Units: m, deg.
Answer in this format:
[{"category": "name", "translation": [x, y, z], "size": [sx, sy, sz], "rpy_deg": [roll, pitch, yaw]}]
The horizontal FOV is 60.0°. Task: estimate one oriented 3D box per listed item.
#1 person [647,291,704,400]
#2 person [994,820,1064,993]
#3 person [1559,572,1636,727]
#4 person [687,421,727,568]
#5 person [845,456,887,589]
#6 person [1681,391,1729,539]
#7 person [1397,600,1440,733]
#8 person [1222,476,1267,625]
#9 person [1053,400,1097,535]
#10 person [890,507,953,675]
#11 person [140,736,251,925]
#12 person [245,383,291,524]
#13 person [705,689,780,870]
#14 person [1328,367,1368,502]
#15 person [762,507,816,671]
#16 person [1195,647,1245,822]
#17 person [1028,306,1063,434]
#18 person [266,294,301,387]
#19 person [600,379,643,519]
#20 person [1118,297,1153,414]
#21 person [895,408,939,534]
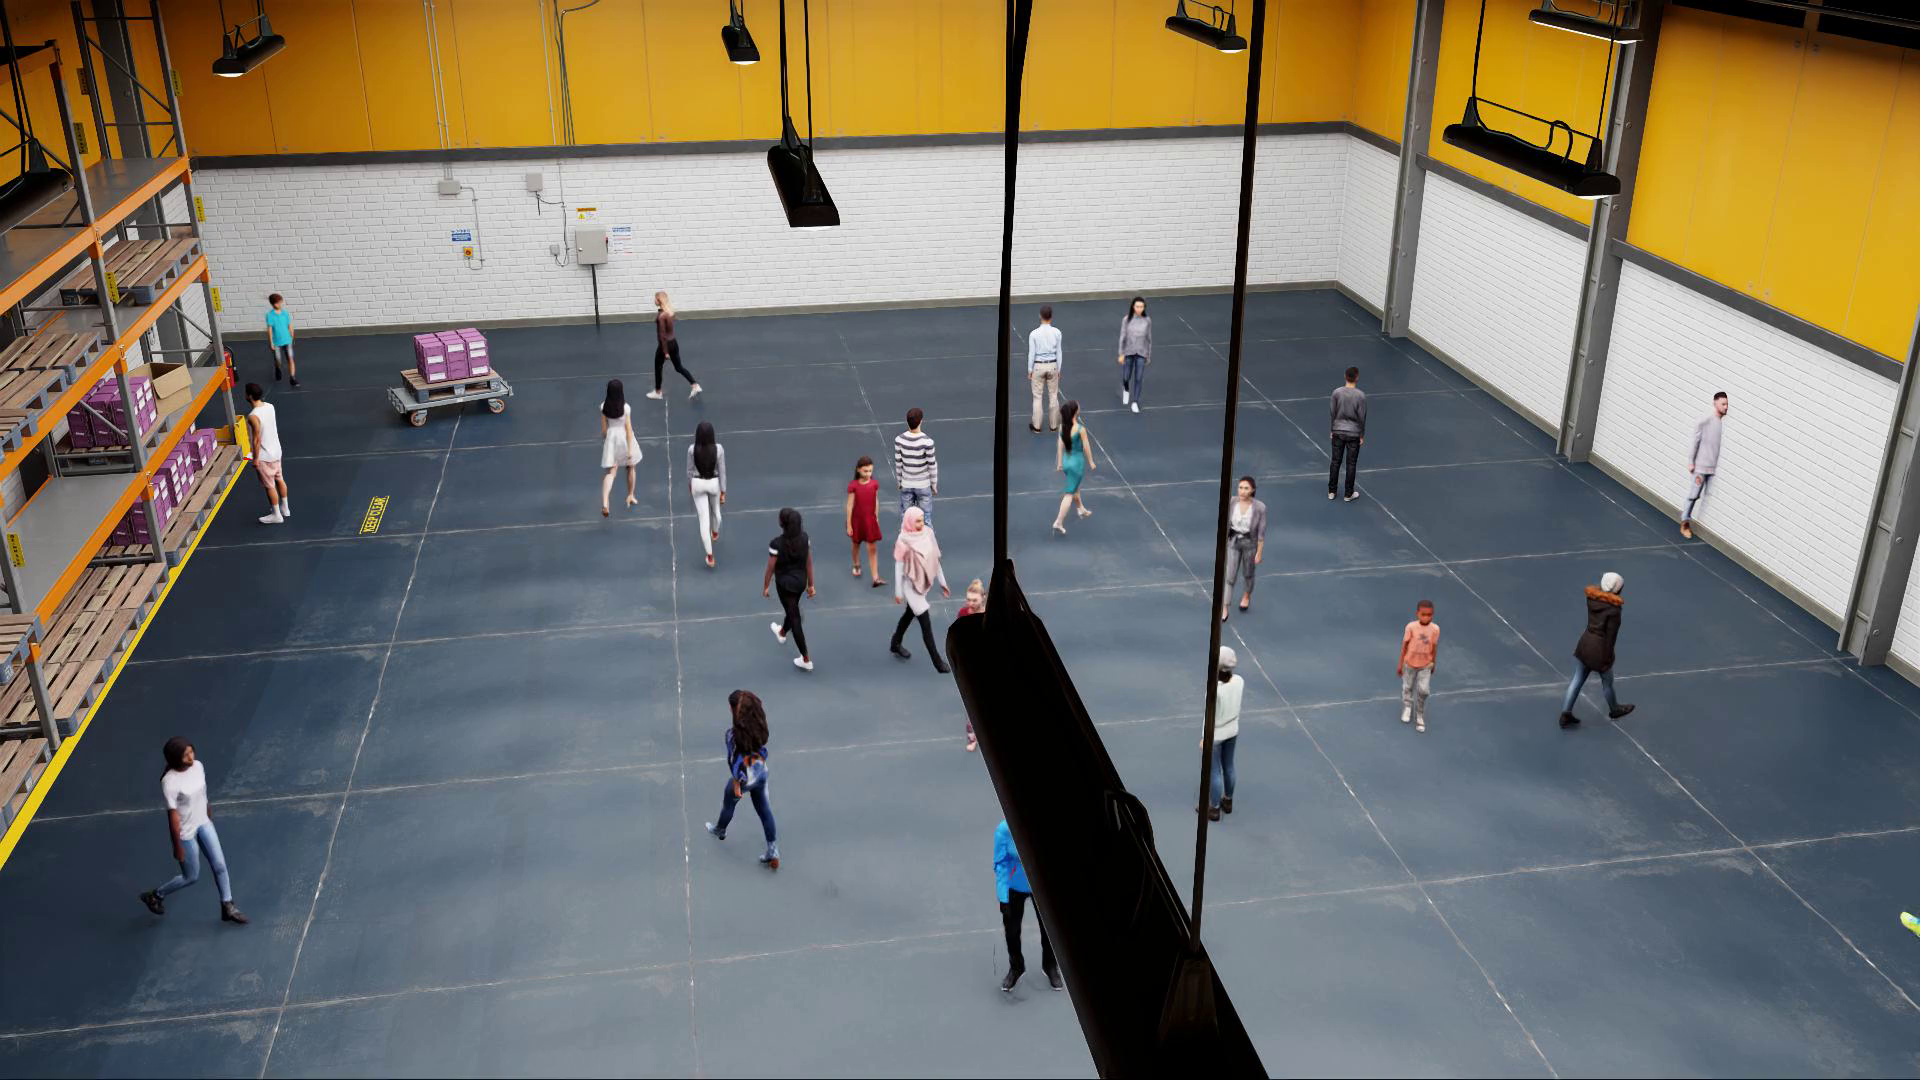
[{"category": "person", "translation": [-4.257, -2.858, 24.725], "size": [1.020, 1.669, 1.130], "rpy_deg": [8, 25, 18]}, {"category": "person", "translation": [0.479, 2.545, 12.225], "size": [0.703, 1.782, 0.620], "rpy_deg": [-8, 25, -17]}, {"category": "person", "translation": [5.996, 1.068, 15.830], "size": [0.782, 1.600, 0.978], "rpy_deg": [-8, 25, -18]}, {"category": "person", "translation": [-2.946, -0.506, 19.359], "size": [0.621, 1.659, 1.197], "rpy_deg": [-5, 24, -12]}, {"category": "person", "translation": [-1.130, -0.242, 18.953], "size": [0.684, 1.501, 1.105], "rpy_deg": [-7, 25, -16]}, {"category": "person", "translation": [9.050, -0.932, 20.110], "size": [0.704, 1.837, 0.609], "rpy_deg": [-1, 24, -2]}, {"category": "person", "translation": [4.405, 1.144, 16.038], "size": [0.639, 1.295, 0.739], "rpy_deg": [7, 25, 16]}, {"category": "person", "translation": [3.108, 0.076, 18.061], "size": [1.022, 1.631, 1.170], "rpy_deg": [11, 26, 23]}, {"category": "person", "translation": [1.333, -0.848, 20.159], "size": [1.011, 1.643, 0.967], "rpy_deg": [22, 32, 40]}, {"category": "person", "translation": [-0.512, 0.489, 16.968], "size": [1.256, 1.750, 1.134], "rpy_deg": [18, 30, 36]}, {"category": "person", "translation": [-6.064, 2.282, 12.941], "size": [0.931, 1.691, 1.058], "rpy_deg": [3, 24, 8]}, {"category": "person", "translation": [-8.548, -1.082, 20.513], "size": [0.768, 1.789, 0.622], "rpy_deg": [4, 24, 8]}, {"category": "person", "translation": [-1.684, 1.994, 13.731], "size": [1.120, 1.585, 1.024], "rpy_deg": [18, 29, 35]}, {"category": "person", "translation": [4.926, -1.357, 21.178], "size": [0.702, 1.761, 0.733], "rpy_deg": [12, 26, 25]}, {"category": "person", "translation": [-1.670, 0.521, 16.967], "size": [0.980, 1.693, 1.224], "rpy_deg": [-17, 29, -34]}, {"category": "person", "translation": [2.266, 1.658, 14.415], "size": [0.641, 1.653, 0.641], "rpy_deg": [-17, 29, -34]}, {"category": "person", "translation": [1.196, -2.406, 23.473], "size": [0.625, 1.844, 0.581], "rpy_deg": [-4, 24, -9]}, {"category": "person", "translation": [-10.435, -3.076, 25.511], "size": [0.731, 1.440, 0.836], "rpy_deg": [-19, 30, -37]}, {"category": "person", "translation": [-4.255, -1.084, 20.583], "size": [0.883, 1.738, 1.225], "rpy_deg": [4, 24, 9]}, {"category": "person", "translation": [2.562, -2.752, 24.413], "size": [0.674, 1.725, 0.704], "rpy_deg": [-1, 24, -2]}, {"category": "person", "translation": [-0.515, -0.657, 19.460], "size": [0.723, 1.854, 0.693], "rpy_deg": [6, 24, 14]}]
